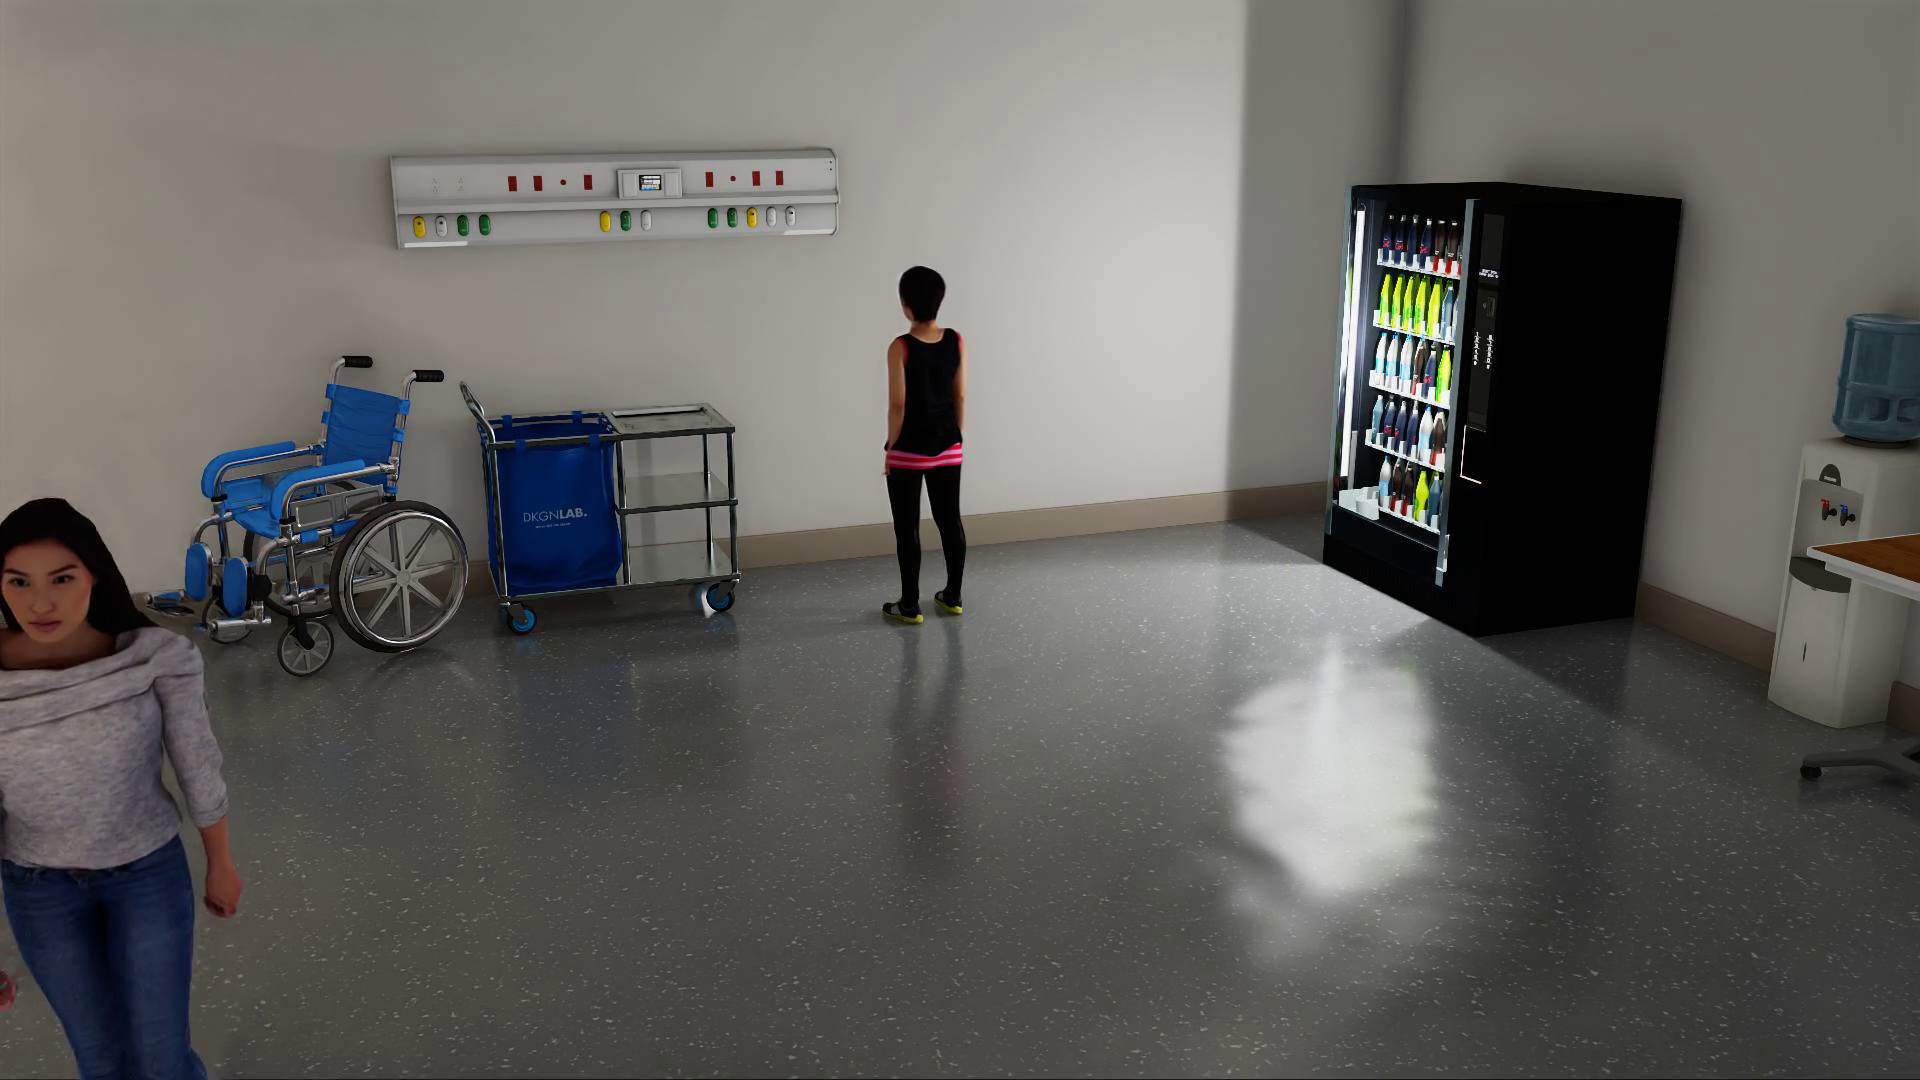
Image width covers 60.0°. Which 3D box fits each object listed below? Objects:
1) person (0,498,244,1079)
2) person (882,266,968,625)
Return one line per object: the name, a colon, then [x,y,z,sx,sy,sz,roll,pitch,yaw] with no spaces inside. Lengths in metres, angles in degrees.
person: [-1.695,0.666,3.302,0.636,1.604,0.656,-4,16,-14]
person: [-0.151,-0.416,7.233,0.573,1.554,0.560,-9,18,-30]
